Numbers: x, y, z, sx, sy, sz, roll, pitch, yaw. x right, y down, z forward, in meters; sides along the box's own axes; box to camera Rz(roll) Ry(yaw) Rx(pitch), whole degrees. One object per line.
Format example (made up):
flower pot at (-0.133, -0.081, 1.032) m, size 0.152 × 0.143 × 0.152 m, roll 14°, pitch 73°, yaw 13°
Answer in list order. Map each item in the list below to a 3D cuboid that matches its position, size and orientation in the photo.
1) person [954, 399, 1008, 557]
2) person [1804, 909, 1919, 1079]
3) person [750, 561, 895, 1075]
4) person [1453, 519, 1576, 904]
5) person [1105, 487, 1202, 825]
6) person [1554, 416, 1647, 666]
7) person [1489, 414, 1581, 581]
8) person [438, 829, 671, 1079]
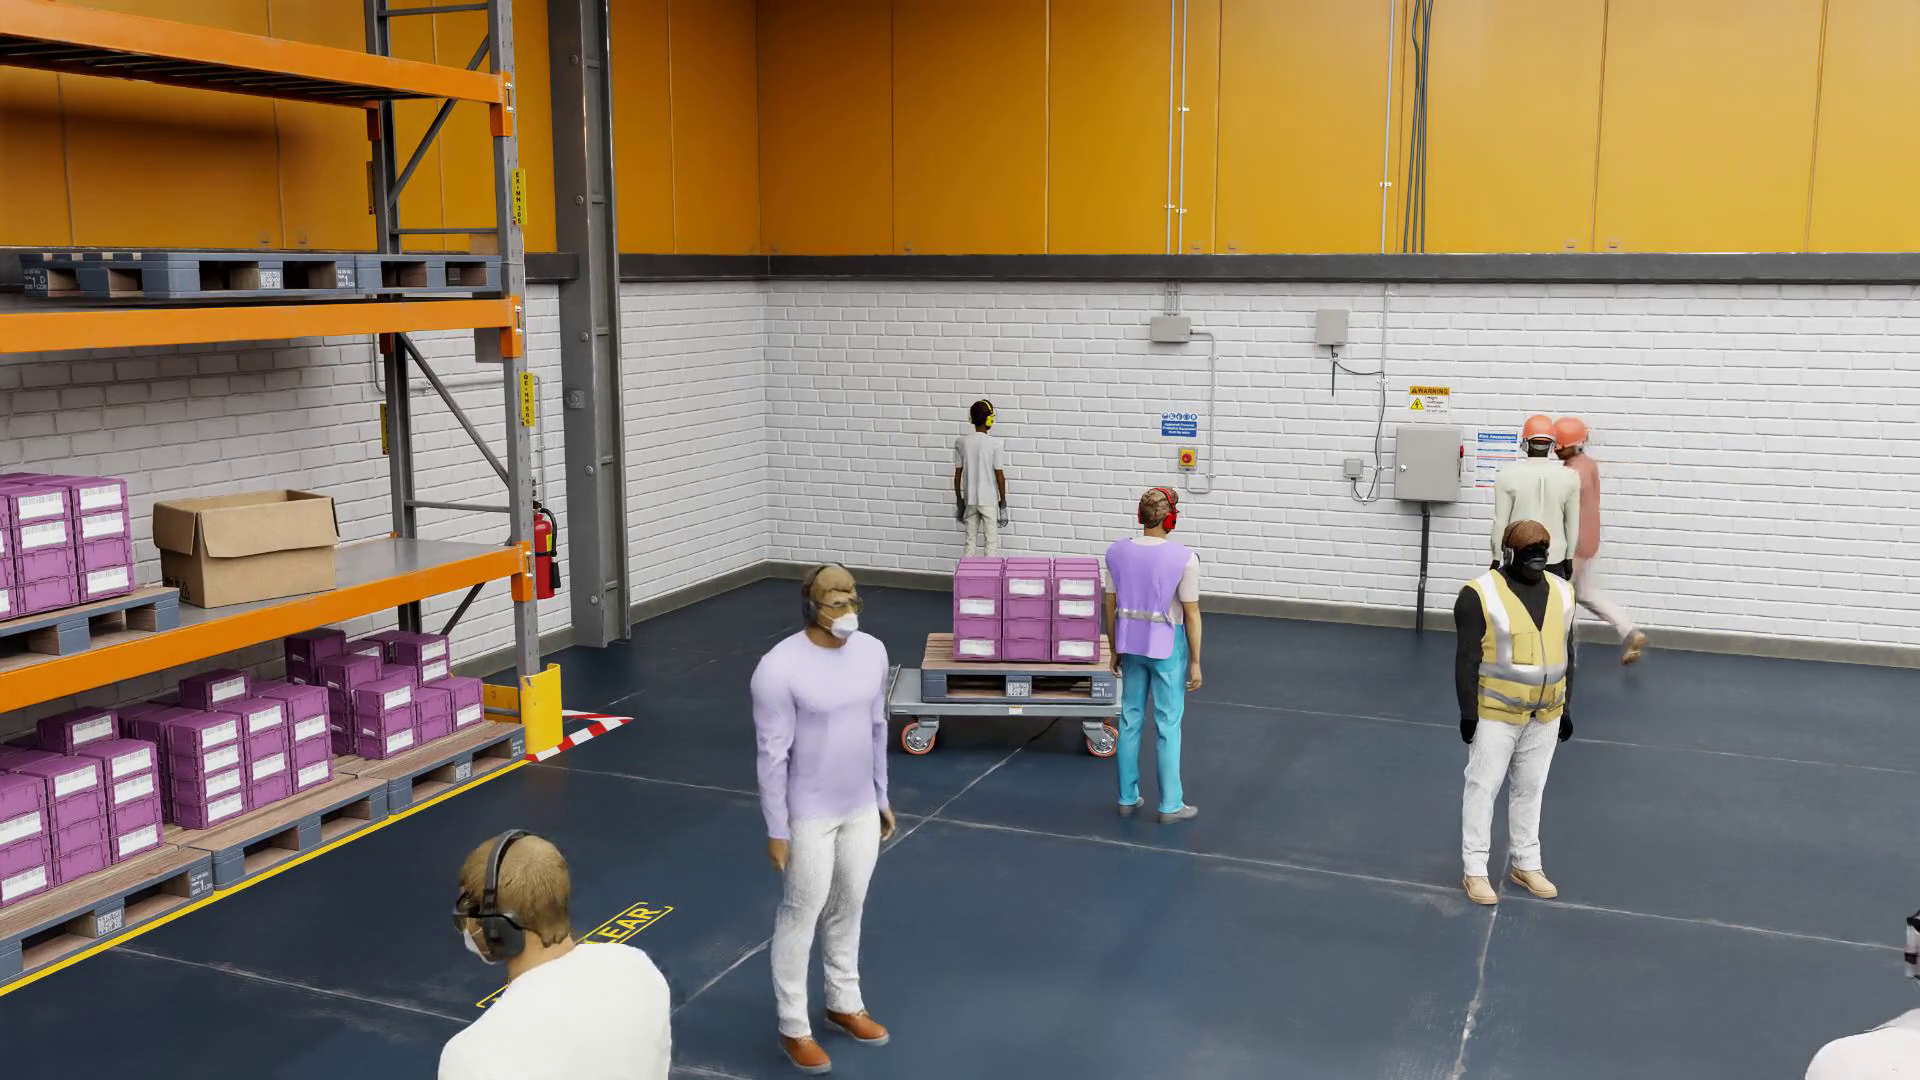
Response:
person at (0.193, -0.298, 14.601) m, size 0.517 × 1.874 × 0.328 m, roll 5°, pitch 11°, yaw 29°
person at (1.907, 1.561, 3.287) m, size 0.646 × 1.892 × 0.431 m, roll -1°, pitch 9°, yaw -4°
person at (-0.507, 1.032, 6.342) m, size 0.354 × 1.937 × 0.634 m, roll 9°, pitch 13°, yaw 43°
person at (2.666, 0.813, 7.958) m, size 0.627 × 1.844 × 0.429 m, roll -2°, pitch 10°, yaw -14°
person at (1.048, 0.630, 9.054) m, size 0.569 × 1.845 × 0.384 m, roll 6°, pitch 11°, yaw 33°
person at (4.658, 0.049, 12.328) m, size 0.757 × 1.939 × 0.655 m, roll 7°, pitch 12°, yaw 38°
person at (4.051, 0.109, 11.765) m, size 0.612 × 1.995 × 0.382 m, roll 0°, pitch 9°, yaw 2°
person at (-0.881, 1.523, 3.492) m, size 0.871 × 1.894 × 0.669 m, roll 5°, pitch 11°, yaw 27°
